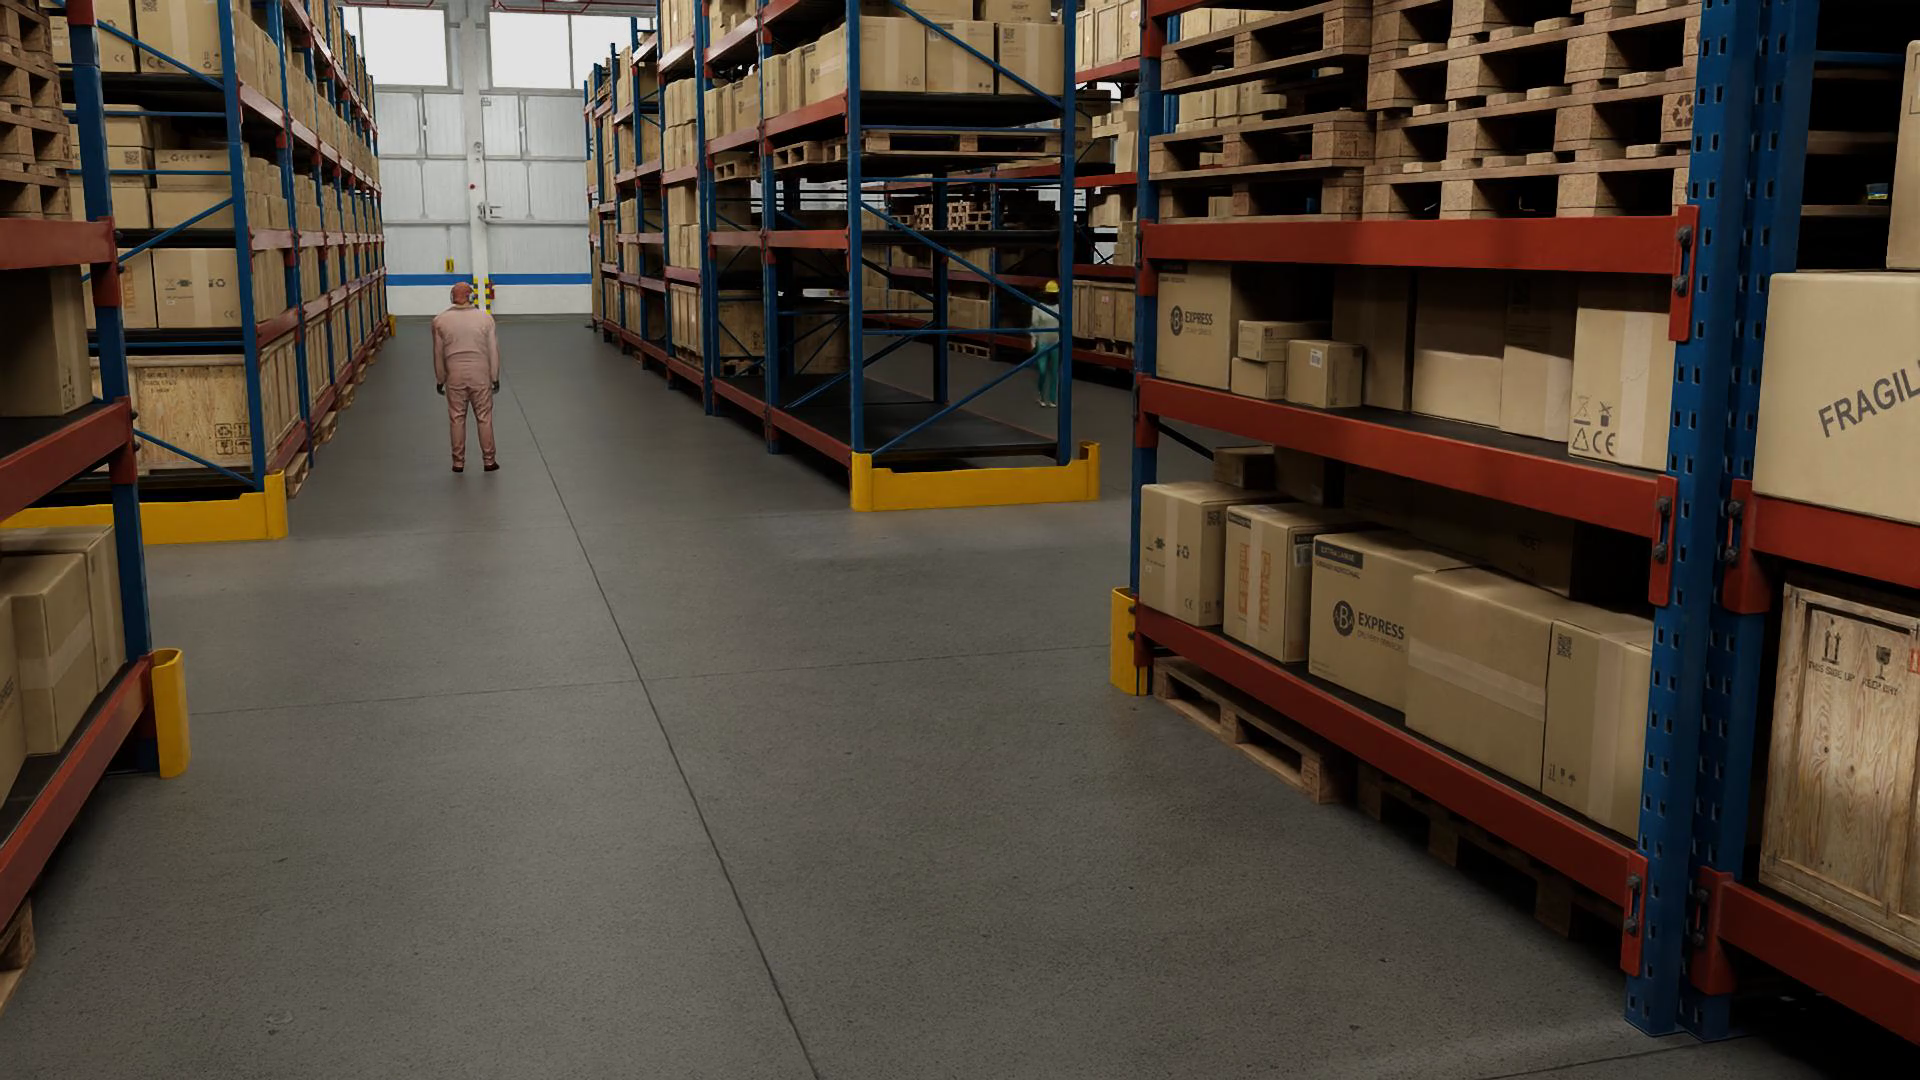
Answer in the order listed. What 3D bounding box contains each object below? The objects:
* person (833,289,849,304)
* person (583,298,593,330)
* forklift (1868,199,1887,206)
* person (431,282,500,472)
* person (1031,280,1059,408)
[{"bbox_3d":[-3.066,-6.586,43.948,0.651,1.880,0.853,7,13,34],"label":"person"},{"bbox_3d":[-9.071,-6.133,41.653,0.893,1.786,0.605,0,10,-1],"label":"person"},{"bbox_3d":[11.338,-2.915,21.052,1.129,2.768,1.873,-3,11,-17],"label":"forklift"},{"bbox_3d":[-4.930,-1.625,16.665,0.638,1.903,0.408,-2,11,-12],"label":"person"},{"bbox_3d":[1.255,-2.684,22.852,0.546,1.751,0.450,-2,10,-8],"label":"person"}]
